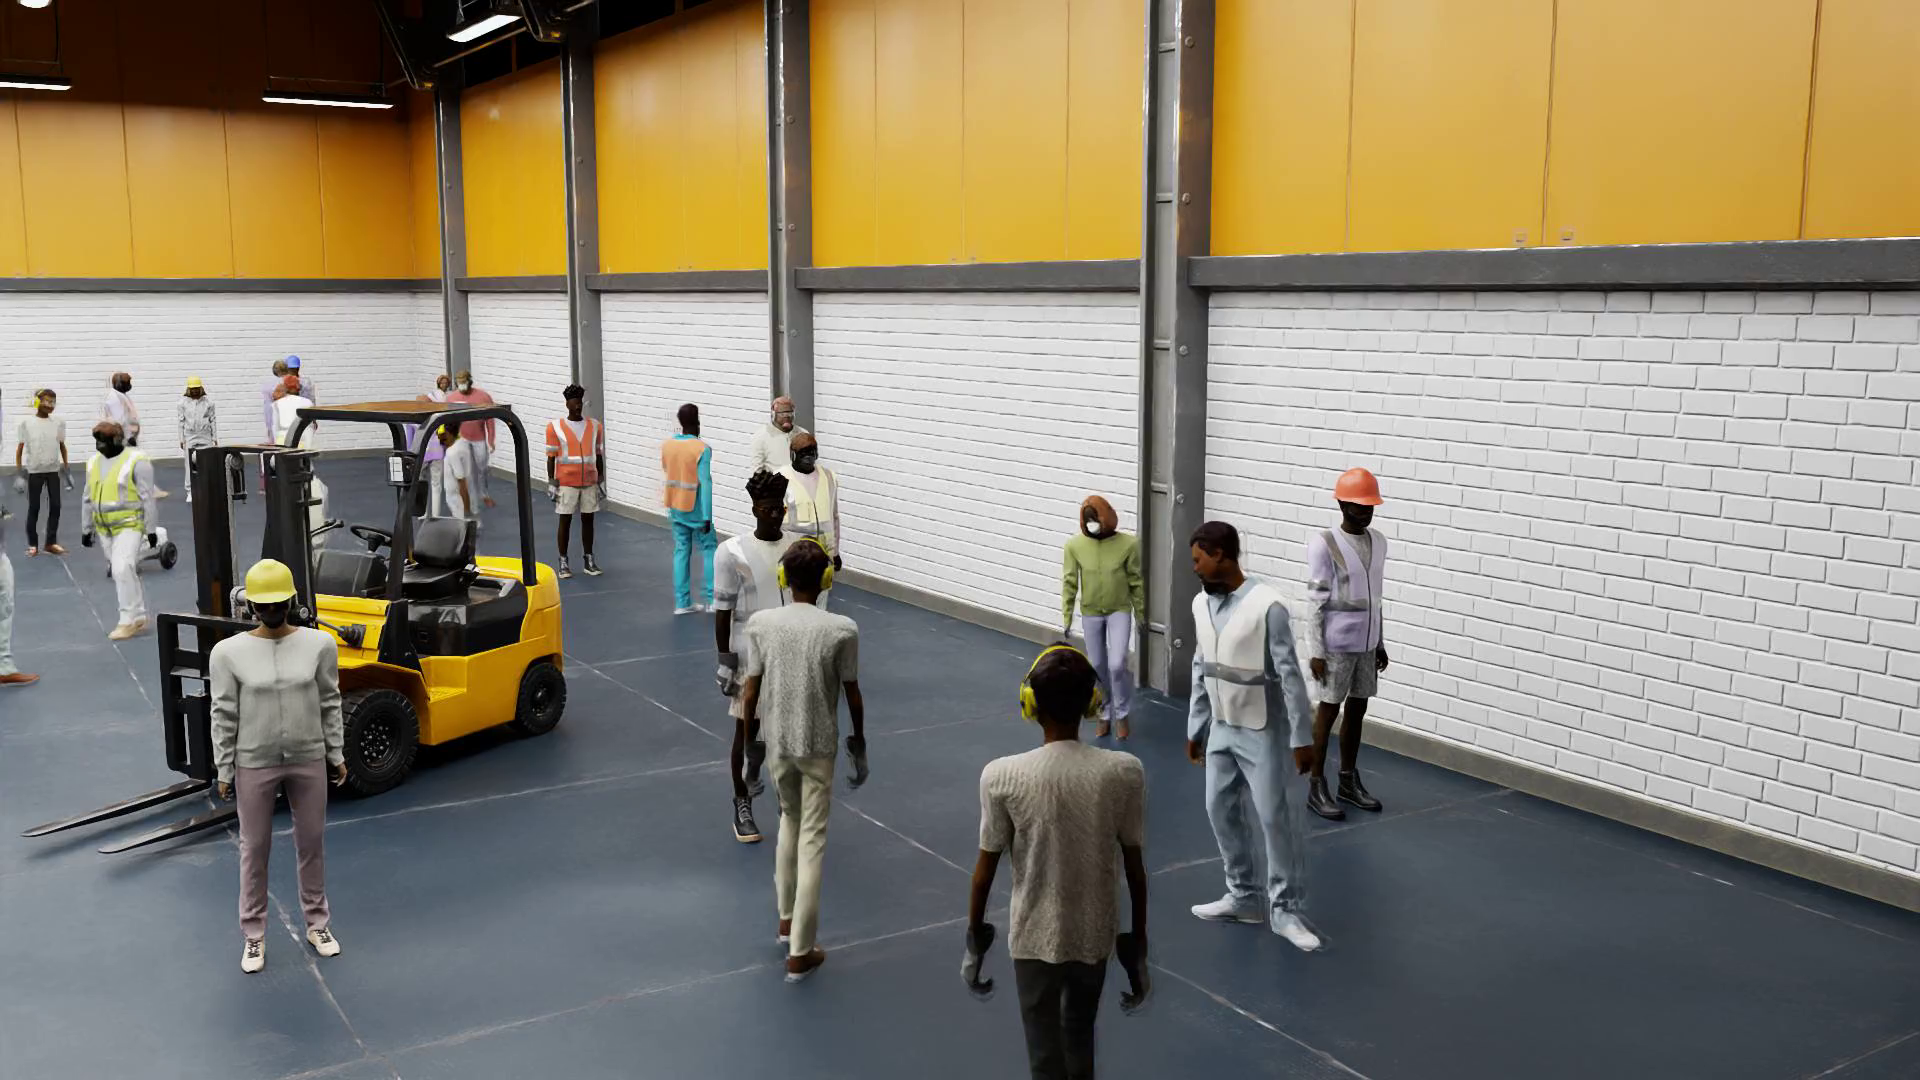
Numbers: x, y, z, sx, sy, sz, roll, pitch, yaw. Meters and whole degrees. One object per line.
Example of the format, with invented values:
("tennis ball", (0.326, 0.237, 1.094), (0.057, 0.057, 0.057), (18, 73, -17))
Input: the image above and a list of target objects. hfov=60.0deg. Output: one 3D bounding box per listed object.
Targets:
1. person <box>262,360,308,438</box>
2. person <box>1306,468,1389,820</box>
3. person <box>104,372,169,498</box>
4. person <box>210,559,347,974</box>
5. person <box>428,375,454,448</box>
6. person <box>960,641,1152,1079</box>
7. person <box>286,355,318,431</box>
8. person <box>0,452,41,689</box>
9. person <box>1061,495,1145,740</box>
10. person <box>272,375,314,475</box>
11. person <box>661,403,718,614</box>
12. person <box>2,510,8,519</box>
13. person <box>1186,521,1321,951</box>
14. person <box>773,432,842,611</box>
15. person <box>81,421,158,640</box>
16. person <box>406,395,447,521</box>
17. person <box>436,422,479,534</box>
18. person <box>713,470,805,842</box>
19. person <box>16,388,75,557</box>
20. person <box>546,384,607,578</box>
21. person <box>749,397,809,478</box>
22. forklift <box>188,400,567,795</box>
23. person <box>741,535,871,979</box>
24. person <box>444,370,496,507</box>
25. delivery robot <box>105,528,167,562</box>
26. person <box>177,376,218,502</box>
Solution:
("person", (-9.907, -1.697, 24.529), (0.650, 1.909, 0.699), (-5, 10, -29))
("person", (2.156, 0.563, 9.153), (0.553, 1.935, 0.364), (-5, 10, -32))
("person", (-11.611, -1.431, 23.101), (0.933, 1.798, 0.633), (-1, 9, -9))
("person", (-2.900, 0.951, 7.113), (0.534, 1.767, 0.318), (-5, 10, -32))
("person", (-7.895, -1.712, 25.497), (0.524, 1.636, 0.308), (-5, 10, -32))
("person", (0.264, 1.214, 5.082), (0.544, 1.840, 0.776), (-2, 9, -12))
("person", (-10.074, -1.828, 25.247), (0.617, 1.942, 0.396), (-5, 10, -32))
("person", (-7.105, 0.146, 12.039), (0.620, 1.912, 0.740), (0, 8, -1))
("person", (0.922, 0.498, 10.709), (0.519, 1.601, 0.460), (2, 9, 12))
("person", (-8.428, -1.161, 21.074), (0.597, 1.839, 0.825), (1, 8, 5))
("person", (-2.379, -0.279, 14.945), (0.603, 1.899, 0.580), (5, 10, 32))
("person", (-11.995, -1.102, 20.378), (0.421, 1.938, 0.647), (-6, 10, -33))
("person", (1.327, 0.860, 7.401), (0.386, 1.875, 0.761), (-6, 10, -34))
("person", (-1.168, 0.107, 12.549), (0.636, 1.842, 0.429), (-5, 10, -32))
("person", (-7.073, -0.080, 13.885), (0.654, 1.816, 0.694), (3, 9, 19))
("person", (-6.662, -1.009, 20.835), (0.525, 1.612, 0.690), (-4, 9, -23))
("person", (-4.395, -0.204, 14.695), (0.453, 1.828, 0.639), (-2, 9, -14))
("person", (-1.005, 0.600, 8.803), (0.616, 1.964, 0.361), (-5, 10, -32))
("person", (-10.066, -0.733, 18.233), (0.382, 1.843, 0.581), (7, 11, 39))
("person", (-3.887, -0.600, 16.909), (0.632, 1.962, 0.365), (-5, 10, -32))
("person", (-1.660, -0.402, 15.766), (0.654, 1.906, 0.406), (-5, 10, -32))
("forklift", (-3.529, 0.258, 10.348), (1.214, 2.155, 2.313), (4, 9, 25))
("person", (-0.650, 0.902, 7.158), (0.495, 1.848, 0.692), (3, 9, 17))
("person", (-6.514, -1.337, 22.176), (0.646, 1.895, 0.754), (-1, 9, -10))
("delivery robot", (-8.486, 0.021, 17.129), (0.477, 0.478, 0.707), (0, 8, 1))
("person", (-10.538, -1.396, 23.012), (0.494, 1.743, 0.309), (-5, 10, -32))
